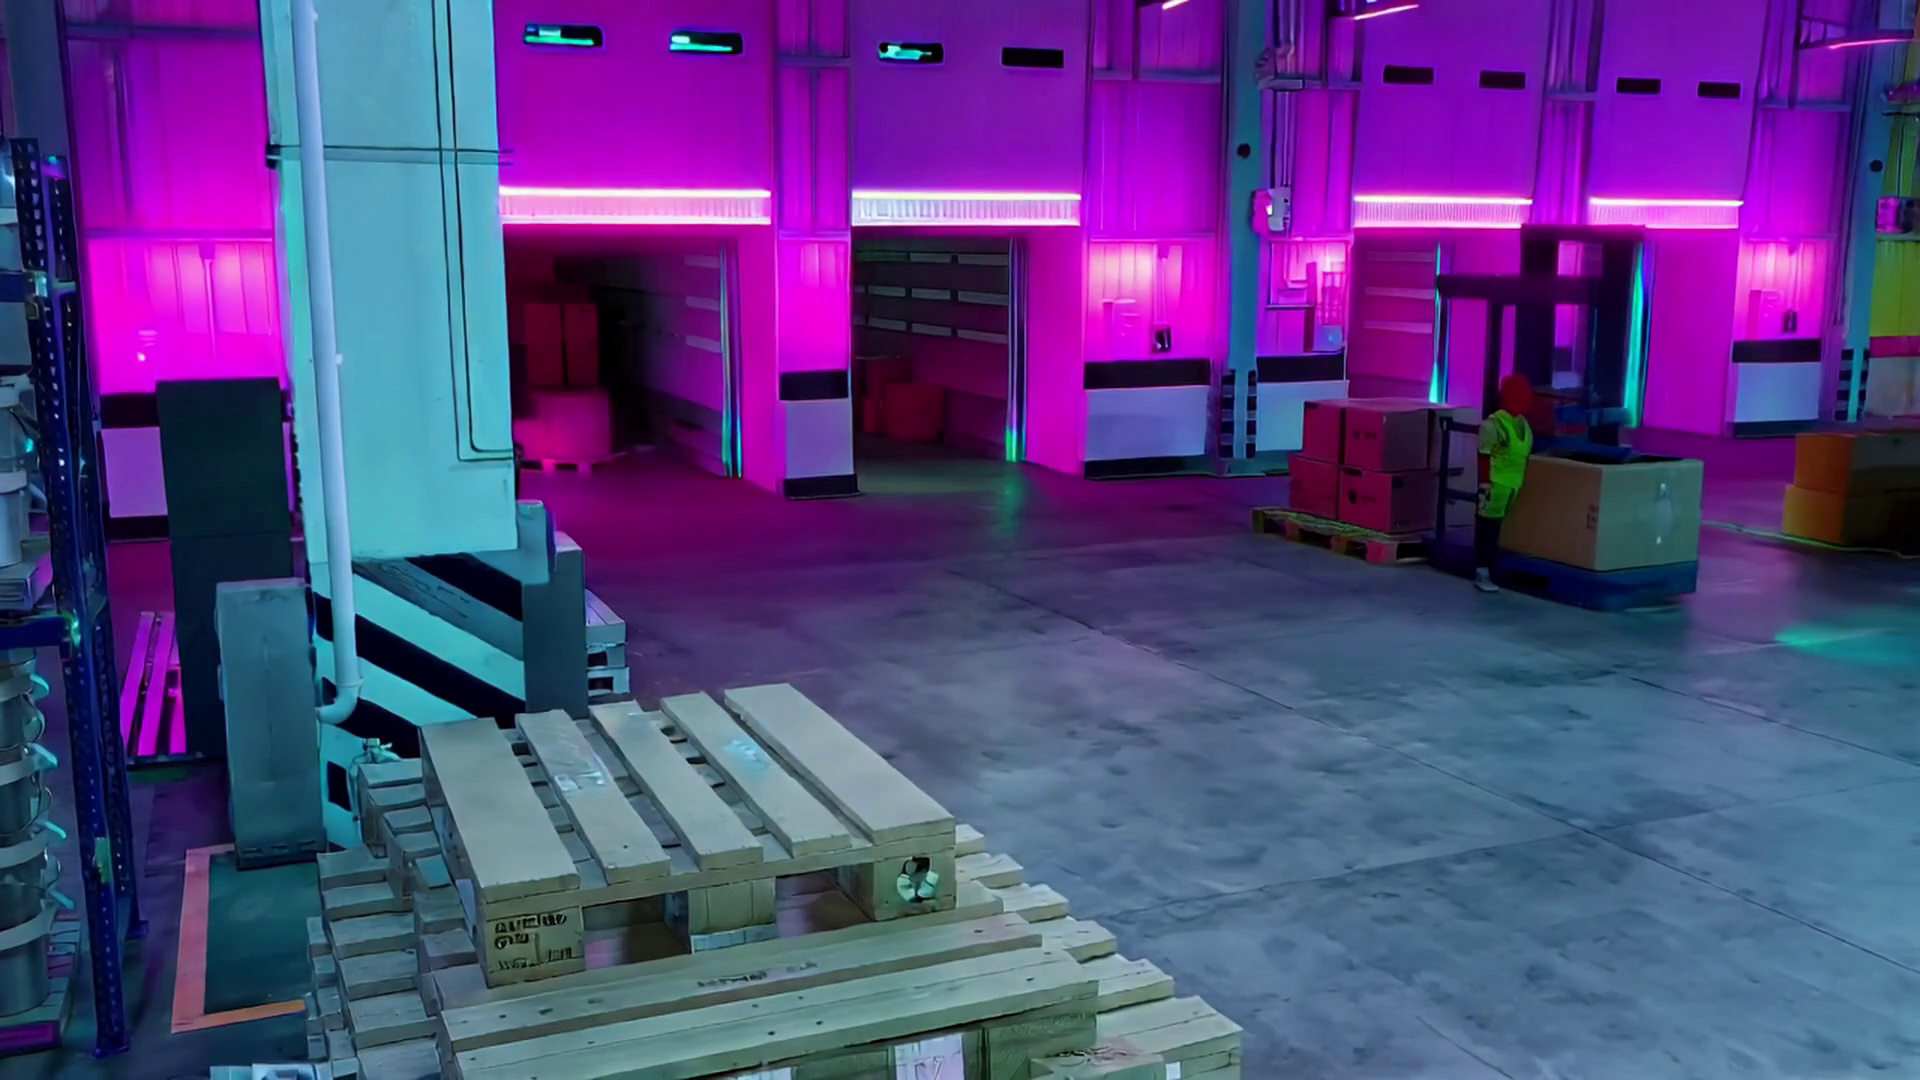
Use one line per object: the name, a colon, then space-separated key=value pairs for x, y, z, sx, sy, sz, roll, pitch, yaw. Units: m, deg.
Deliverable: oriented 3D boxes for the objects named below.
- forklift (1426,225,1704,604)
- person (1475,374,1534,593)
forklift: x=4.755 y=-1.046 z=12.953 sx=1.129 sy=2.768 sz=1.873 roll=-4 pitch=11 yaw=-23
person: x=4.236 y=-0.443 z=12.886 sx=0.533 sy=1.698 sz=0.322 roll=-4 pitch=11 yaw=-19
